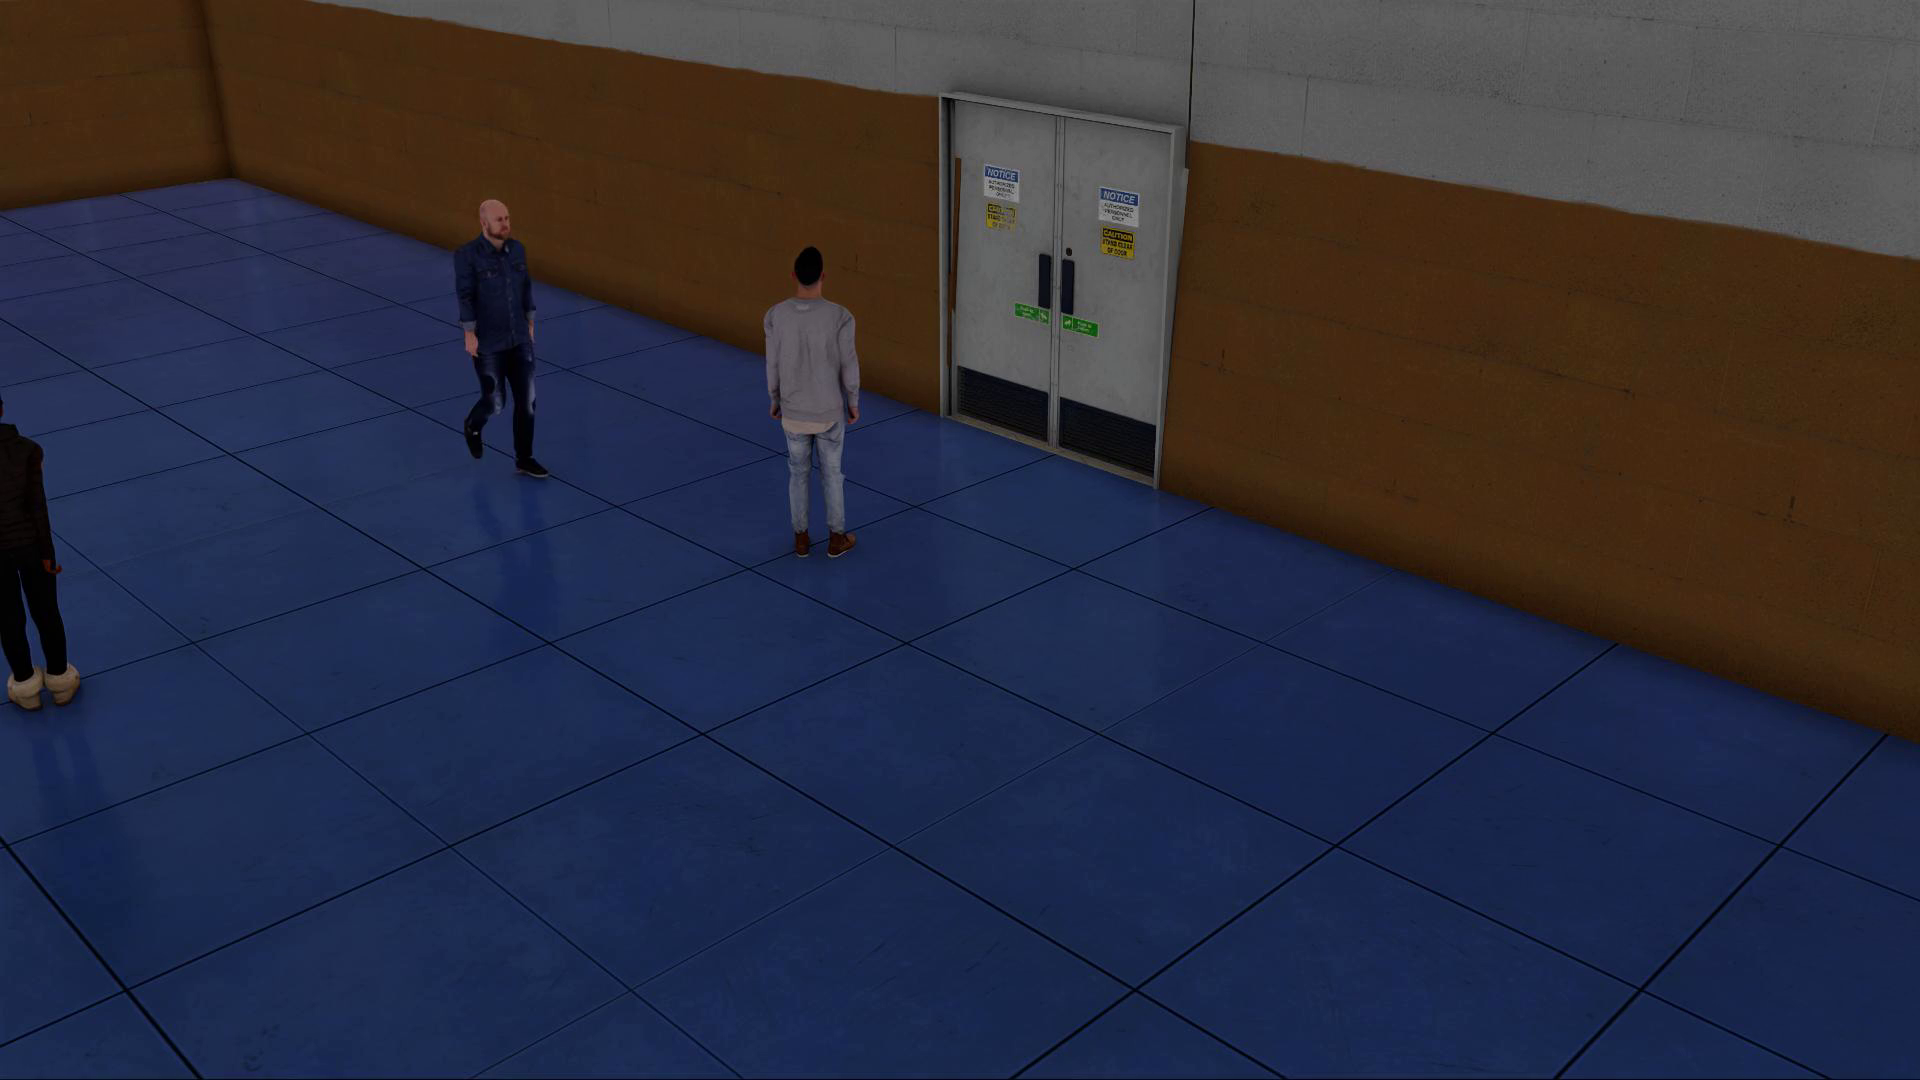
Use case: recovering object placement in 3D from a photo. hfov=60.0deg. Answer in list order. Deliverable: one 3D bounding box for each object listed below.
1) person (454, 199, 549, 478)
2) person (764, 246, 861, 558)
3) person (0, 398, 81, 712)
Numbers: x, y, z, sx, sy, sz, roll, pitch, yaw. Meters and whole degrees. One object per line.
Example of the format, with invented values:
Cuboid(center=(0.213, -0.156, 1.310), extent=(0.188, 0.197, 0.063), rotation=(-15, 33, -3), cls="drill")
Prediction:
Cuboid(center=(-3.003, -1.283, 10.700), extent=(0.831, 1.812, 0.833), rotation=(18, 30, 36), cls="person")
Cuboid(center=(-0.841, -0.782, 9.519), extent=(0.761, 1.841, 0.789), rotation=(2, 24, 6), cls="person")
Cuboid(center=(-4.462, 0.051, 7.841), extent=(0.670, 1.659, 0.603), rotation=(9, 25, 19), cls="person")
